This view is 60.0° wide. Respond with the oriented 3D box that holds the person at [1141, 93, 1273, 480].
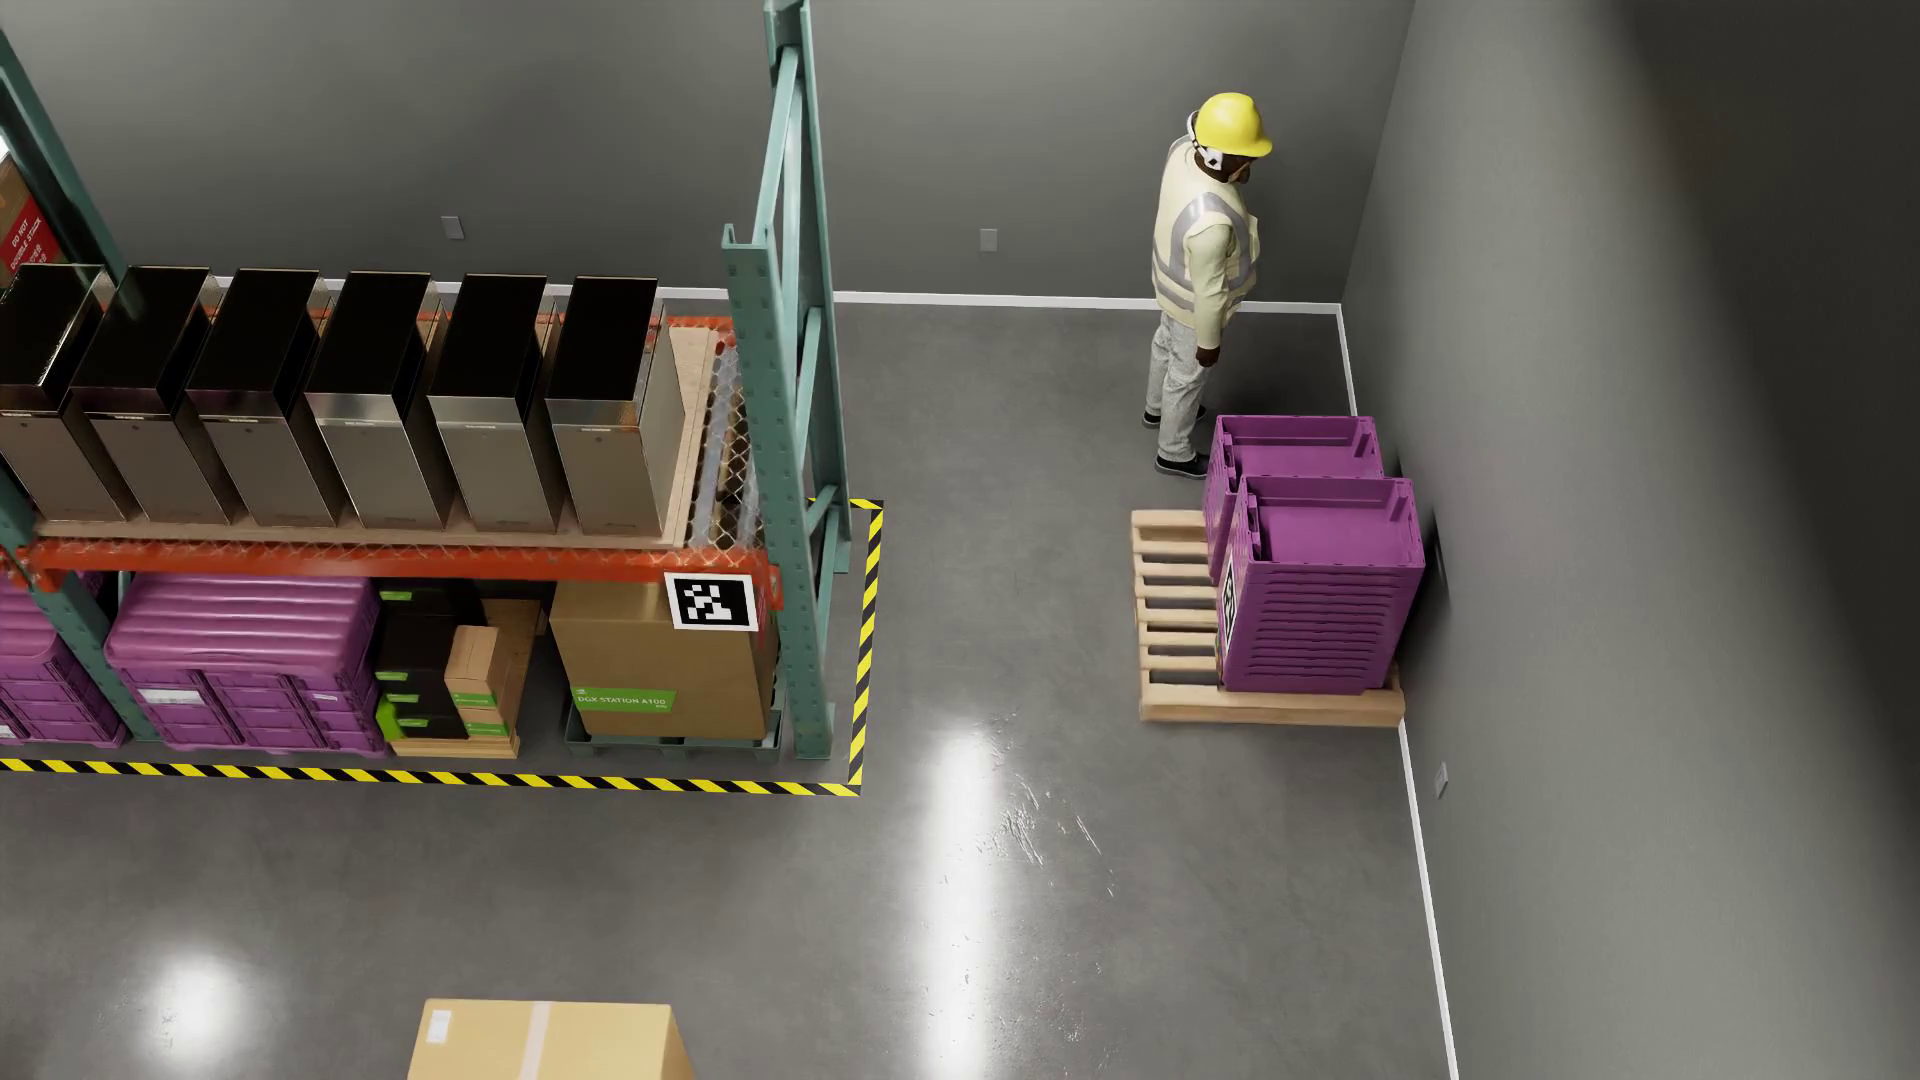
[{"bbox_3d":[0.948,-0.986,6.536,0.404,1.828,0.601,-4,52,-3],"label":"person"}]
